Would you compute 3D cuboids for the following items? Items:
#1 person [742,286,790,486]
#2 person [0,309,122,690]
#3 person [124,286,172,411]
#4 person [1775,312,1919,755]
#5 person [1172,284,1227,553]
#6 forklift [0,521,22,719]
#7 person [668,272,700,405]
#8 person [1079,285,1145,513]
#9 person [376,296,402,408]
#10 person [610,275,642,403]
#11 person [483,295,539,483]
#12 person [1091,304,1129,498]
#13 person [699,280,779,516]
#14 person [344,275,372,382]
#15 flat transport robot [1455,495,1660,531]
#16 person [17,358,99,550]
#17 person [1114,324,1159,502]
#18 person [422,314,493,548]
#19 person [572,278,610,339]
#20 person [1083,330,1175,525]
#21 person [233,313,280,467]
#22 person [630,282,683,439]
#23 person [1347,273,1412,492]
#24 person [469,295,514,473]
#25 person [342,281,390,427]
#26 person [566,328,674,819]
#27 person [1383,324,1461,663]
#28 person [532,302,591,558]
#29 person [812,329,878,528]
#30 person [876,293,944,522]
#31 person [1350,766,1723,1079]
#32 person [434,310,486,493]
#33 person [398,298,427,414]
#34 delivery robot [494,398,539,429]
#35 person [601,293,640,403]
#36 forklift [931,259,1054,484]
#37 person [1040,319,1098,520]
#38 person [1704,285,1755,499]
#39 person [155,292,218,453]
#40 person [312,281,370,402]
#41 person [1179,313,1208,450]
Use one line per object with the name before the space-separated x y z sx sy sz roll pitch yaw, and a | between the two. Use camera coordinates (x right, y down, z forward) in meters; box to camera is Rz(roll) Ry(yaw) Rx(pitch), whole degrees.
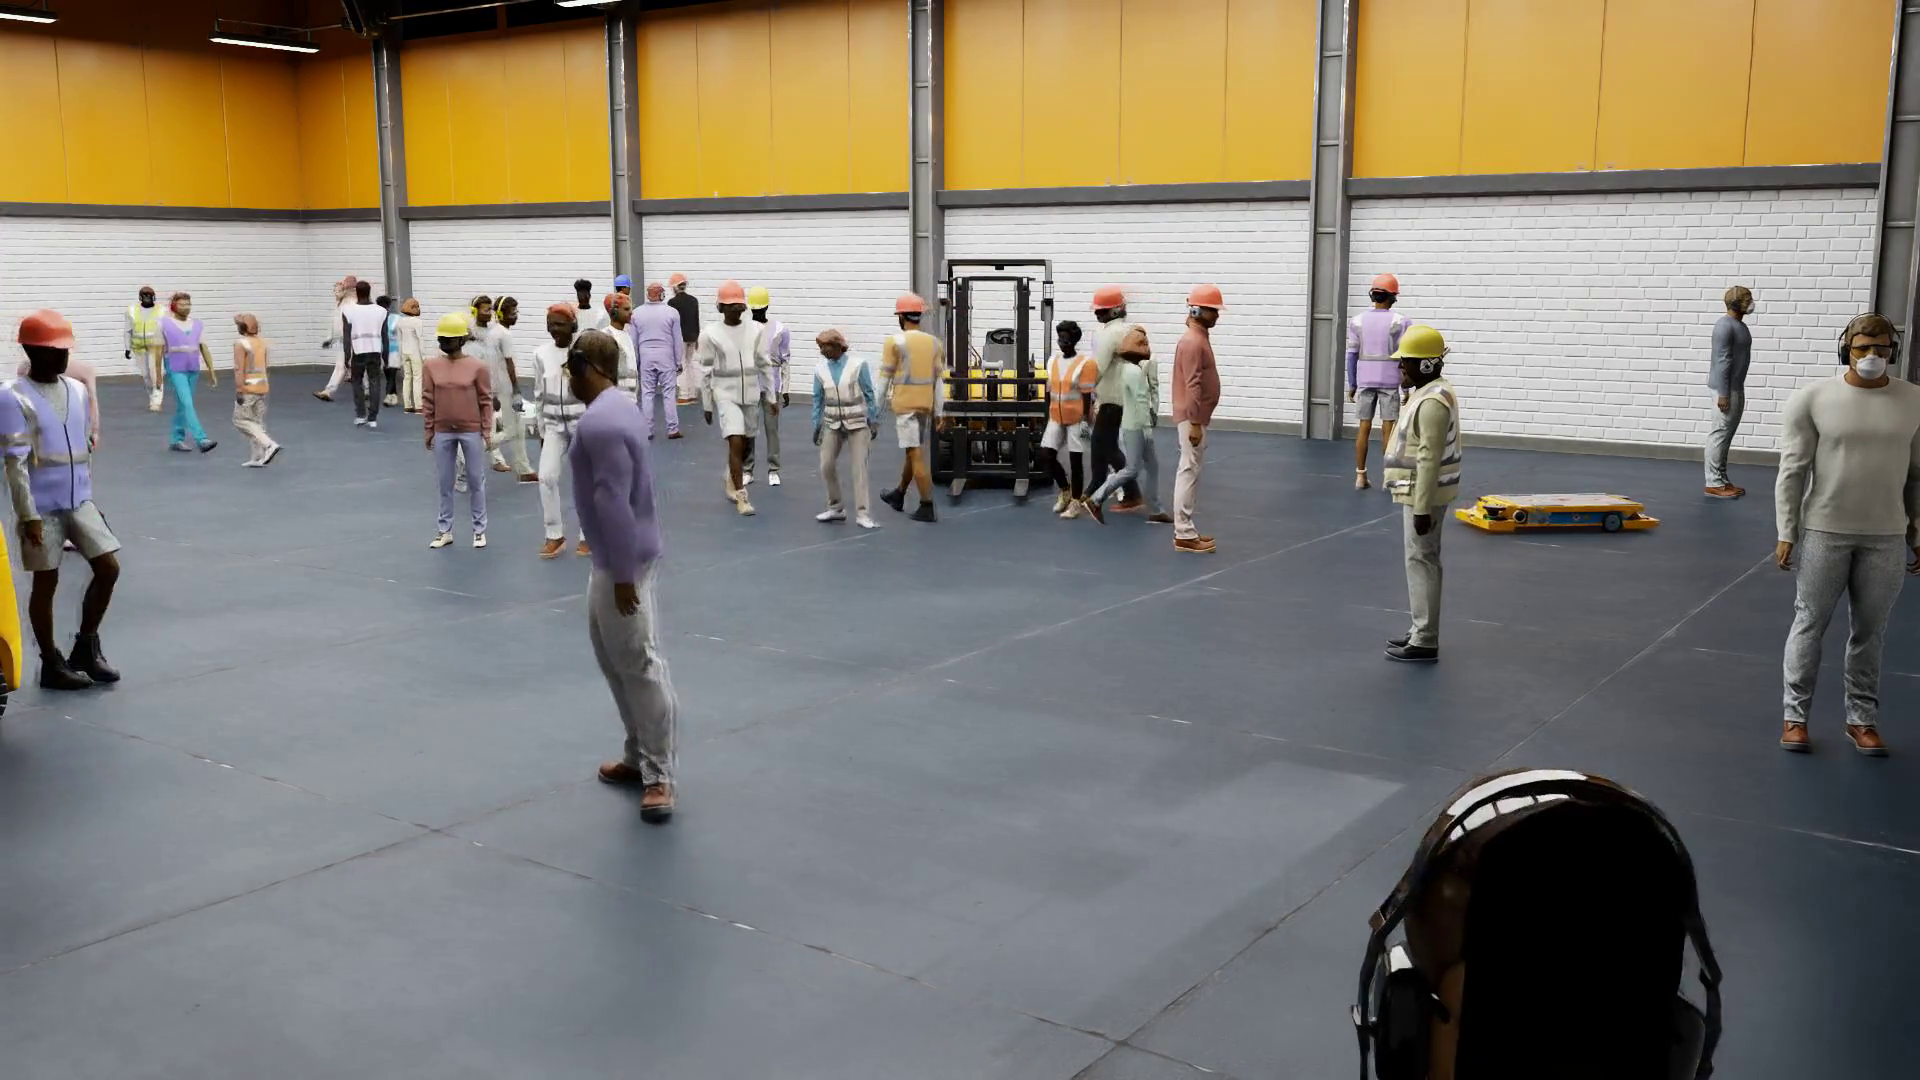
person | -1.924 -1.473 16.005 0.585 1.918 0.377 0 10 2
person | -4.477 -0.184 8.299 0.523 1.918 0.554 4 10 23
person | -11.767 -2.789 24.183 0.627 1.812 0.872 -2 10 -10
person | 3.909 -0.021 7.288 0.638 1.938 0.356 2 10 12
person | 1.778 -0.907 12.418 0.398 1.988 0.613 2 10 10
forklift | -5.296 -0.090 6.943 1.214 2.155 2.313 7 12 35
person | -4.171 -3.025 25.024 0.397 1.991 0.620 6 11 33
person | 1.291 -1.198 14.253 0.690 1.961 0.643 3 10 15
person | -8.446 -2.769 24.520 0.538 1.632 0.857 0 10 0
person | -5.123 -3.052 25.314 0.384 1.948 0.605 -6 11 -32
person | -4.372 -1.415 15.902 0.818 1.835 0.542 -4 10 -24
person | 1.420 -1.303 15.344 0.686 1.796 0.665 9 13 42
person | -1.952 -1.247 14.427 0.661 2.009 0.957 -5 11 -26
person | -10.812 -3.764 29.700 0.406 1.902 0.638 9 13 44
flat transport robot | 4.841 -0.231 13.499 1.431 0.197 0.652 -1 10 -6
person | -6.825 -0.812 12.594 0.535 1.732 0.817 -6 11 -33
person | 1.546 -1.176 15.194 0.530 1.592 0.867 0 10 -1
person | -3.778 -0.811 12.520 0.526 1.765 0.329 0 10 0
person | -4.557 -2.210 20.328 0.609 1.945 0.660 -2 10 -15
person | 1.412 -0.910 13.592 0.745 1.597 0.502 1 10 6
person | -7.338 -1.546 17.296 0.423 1.622 0.531 1 10 8
person | -3.666 -2.174 20.207 0.639 1.910 0.402 1 10 5
person | 3.951 -1.478 15.659 0.610 2.043 0.397 6 11 33
person | -4.959 -1.626 17.225 0.962 1.819 0.528 7 12 34
person | -7.810 -2.446 21.857 0.612 1.889 0.720 -6 11 -31
person | -1.348 0.123 6.604 0.430 1.903 0.792 -2 10 -10
person | 2.490 -0.247 8.993 0.403 1.825 0.596 3 10 17
person | -2.848 -0.782 12.065 0.583 1.862 0.661 1 10 9
person | -0.935 -0.894 13.505 0.616 1.600 0.324 4 10 21
person | -0.478 -1.122 14.019 0.552 1.886 0.979 -8 12 -39
person | 0.354 1.046 1.220 0.509 1.842 0.329 -3 10 -18
person | -4.584 -1.265 15.378 0.490 1.714 0.768 -7 12 -34
person | -7.742 -2.602 23.566 0.507 1.633 0.277 6 11 32
delivery robot | -5.457 -1.566 20.328 0.707 0.478 0.477 1 10 5
person | -2.958 -1.203 14.495 0.355 1.885 0.575 1 10 6
forklift | 0.370 -1.738 16.759 1.214 2.155 2.313 1 10 3
person | 0.905 -0.999 13.892 0.535 1.678 0.365 8 12 39
person | 7.046 -1.352 15.220 0.369 1.940 0.631 7 12 36
person | -8.633 -1.863 18.657 0.939 1.796 0.594 5 11 28
person | -9.460 -3.028 25.484 1.015 1.834 0.655 -6 11 -33
person | 2.680 -1.829 18.966 0.283 1.633 0.501 7 12 34
